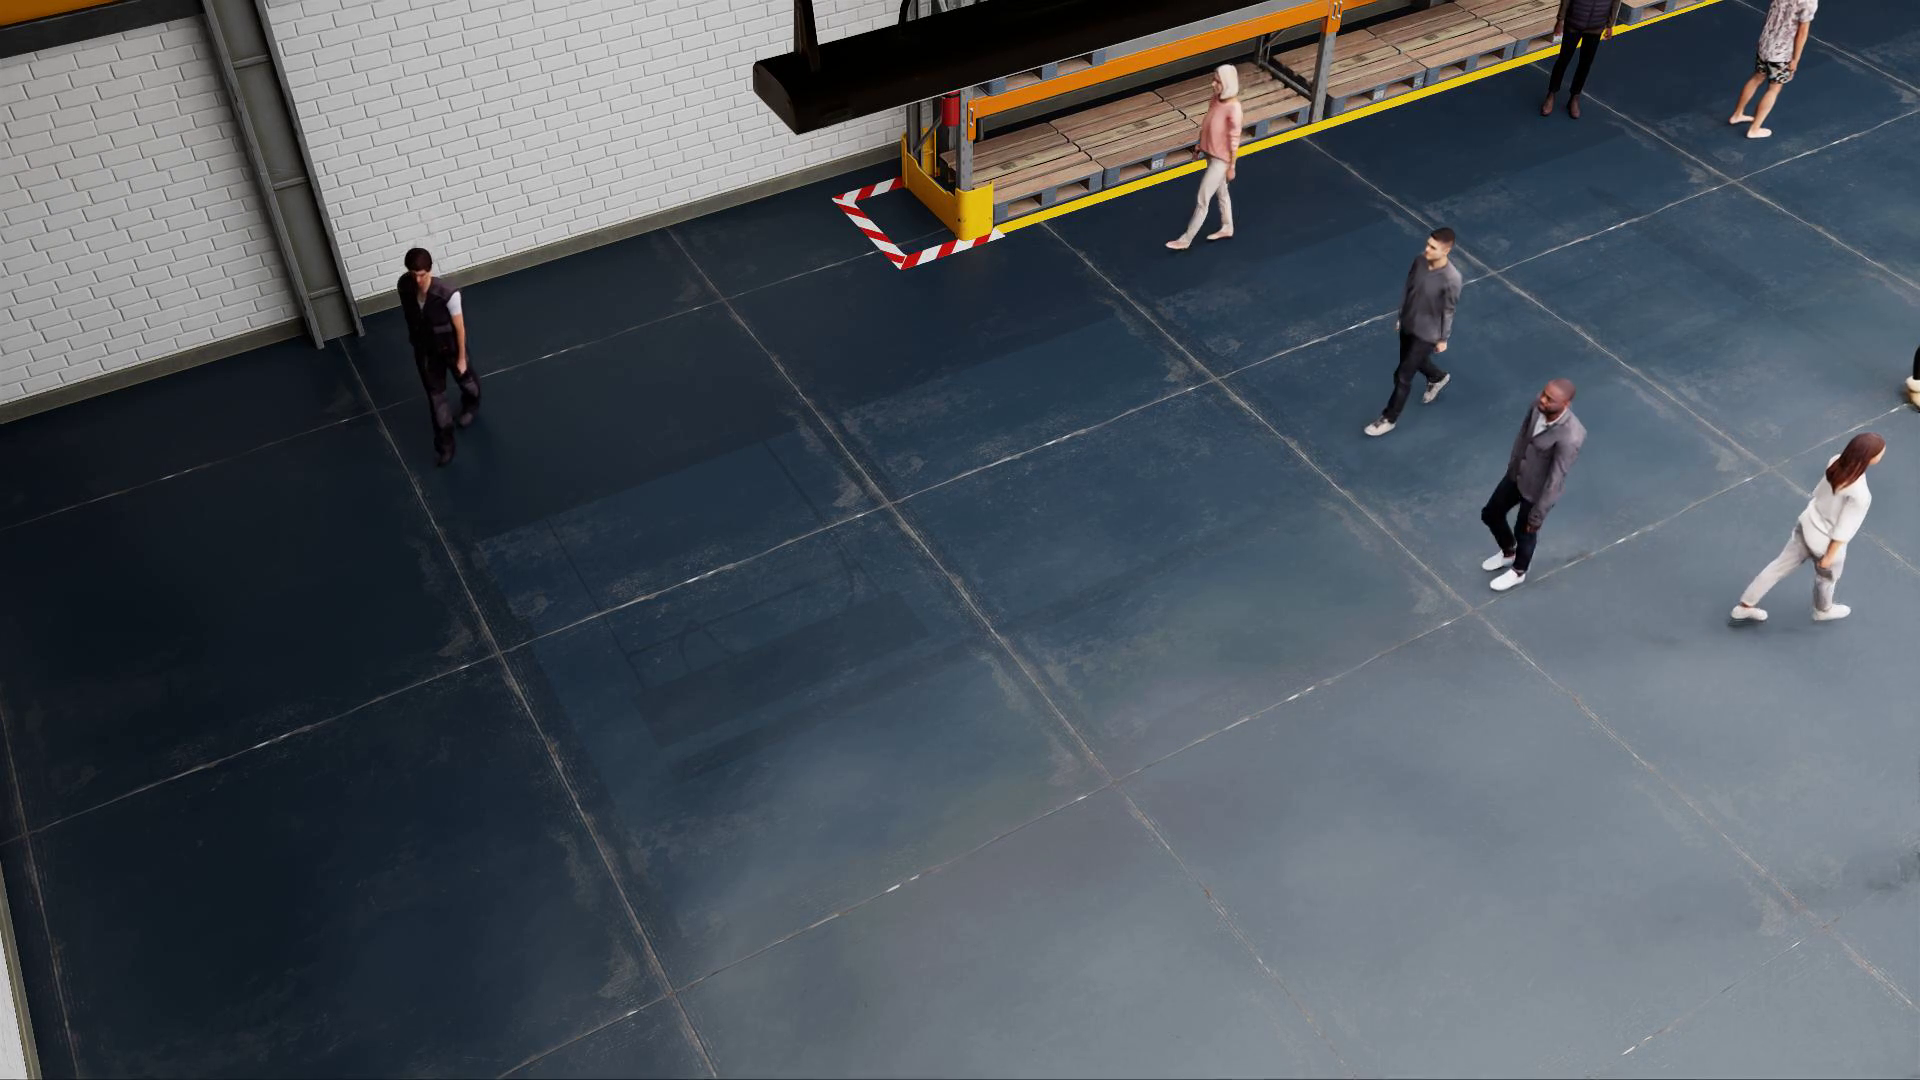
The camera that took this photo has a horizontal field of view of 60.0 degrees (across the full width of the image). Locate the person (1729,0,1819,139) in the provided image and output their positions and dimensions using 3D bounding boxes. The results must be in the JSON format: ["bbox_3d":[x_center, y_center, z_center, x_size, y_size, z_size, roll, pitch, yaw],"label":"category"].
[{"bbox_3d":[7.712,-4.667,15.663,0.641,1.807,0.724,-13,45,-13],"label":"person"}]

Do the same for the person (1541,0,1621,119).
[{"bbox_3d":[5.990,-4.946,15.935,0.745,1.836,0.834,7,44,7],"label":"person"}]

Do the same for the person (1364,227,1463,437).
[{"bbox_3d":[3.525,-1.603,12.499,1.072,1.735,0.618,-21,48,-21],"label":"person"}]

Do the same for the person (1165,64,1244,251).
[{"bbox_3d":[2.303,-3.306,14.310,0.987,1.704,0.721,-13,45,-14],"label":"person"}]

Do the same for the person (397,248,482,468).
[{"bbox_3d":[-3.833,-1.493,12.341,1.151,1.793,1.096,5,44,6],"label":"person"}]

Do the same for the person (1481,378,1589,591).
[{"bbox_3d":[3.925,-0.380,11.165,0.745,1.805,0.808,-11,45,-11],"label":"person"}]

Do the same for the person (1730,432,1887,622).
[{"bbox_3d":[5.581,-0.034,10.916,1.148,1.648,0.885,-5,44,-5],"label":"person"}]
